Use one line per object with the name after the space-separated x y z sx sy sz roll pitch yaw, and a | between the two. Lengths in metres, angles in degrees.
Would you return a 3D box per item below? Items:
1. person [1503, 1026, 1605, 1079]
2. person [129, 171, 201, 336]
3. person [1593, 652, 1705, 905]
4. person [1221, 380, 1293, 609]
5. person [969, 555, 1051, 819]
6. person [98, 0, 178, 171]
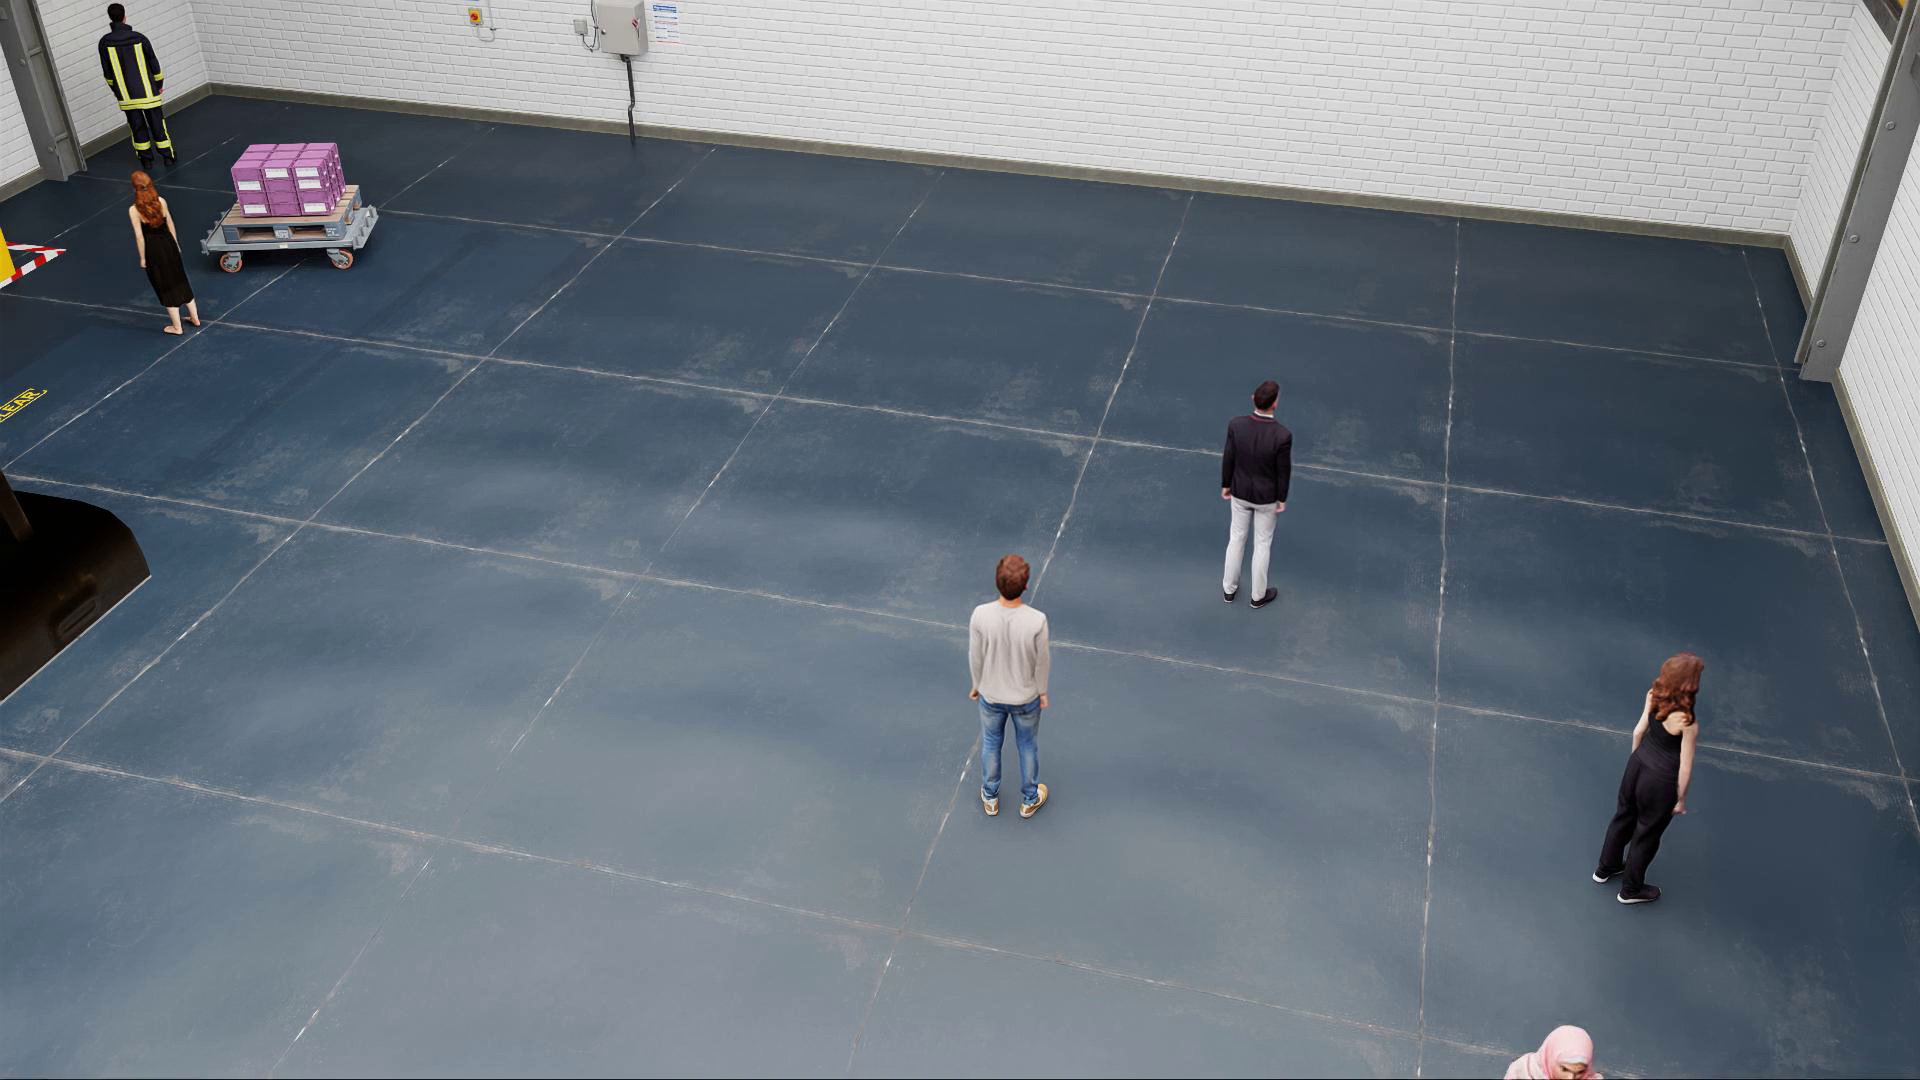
2.591 2.776 7.554 0.662 1.753 1.178 8 34 11 | person
-7.695 -2.766 16.008 0.702 1.624 0.587 19 38 26 | person
4.017 1.373 9.670 0.728 1.747 0.639 -12 35 -17 | person
2.148 -0.332 12.149 0.711 1.844 0.653 18 38 25 | person
0.306 0.923 10.206 0.659 1.904 0.590 6 34 9 | person
-9.736 -5.364 19.645 0.896 1.926 0.913 -13 36 -18 | person
